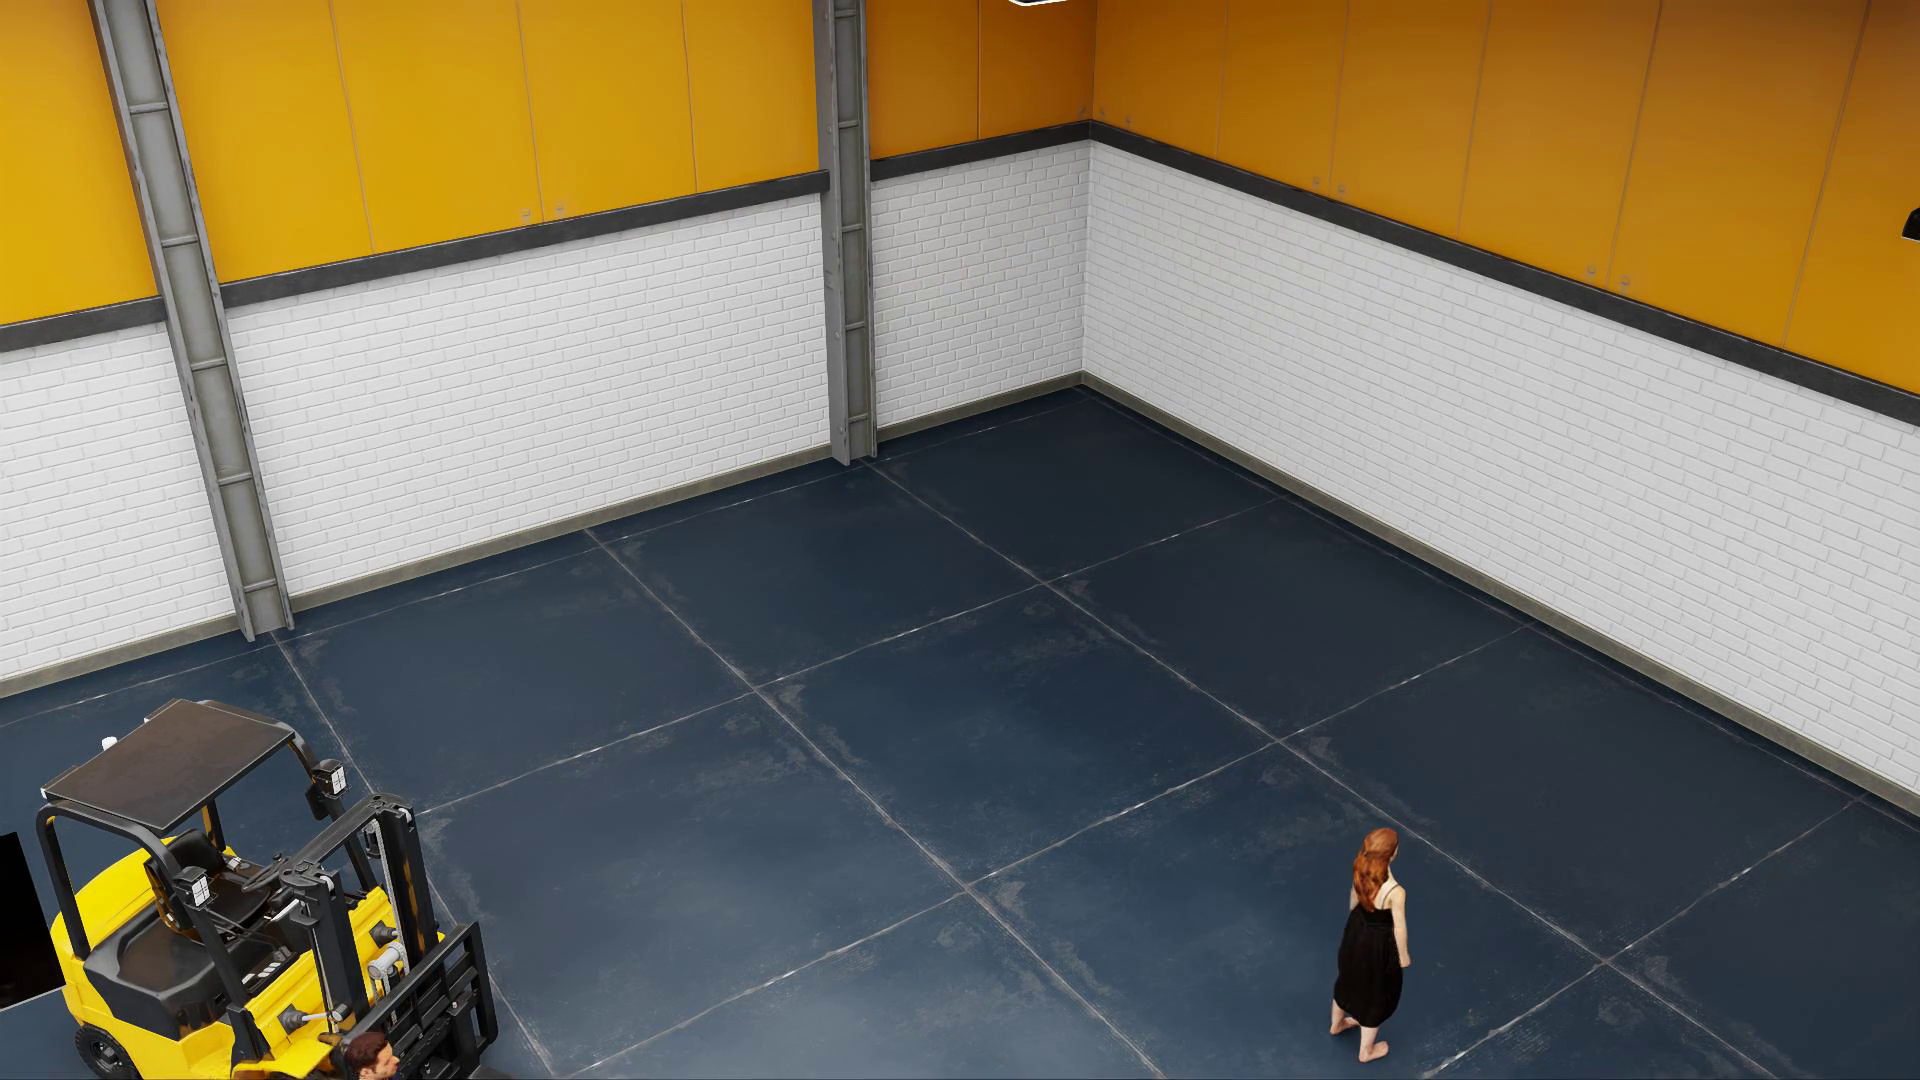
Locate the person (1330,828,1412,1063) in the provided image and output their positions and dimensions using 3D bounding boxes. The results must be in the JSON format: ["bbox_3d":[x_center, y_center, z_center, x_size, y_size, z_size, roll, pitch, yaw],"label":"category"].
[{"bbox_3d":[2.407,2.373,9.821,0.598,1.621,0.602,-14,32,-24],"label":"person"}]

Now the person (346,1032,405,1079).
[{"bbox_3d":[-2.871,3.143,8.172,0.762,1.849,0.769,-4,29,-7],"label":"person"}]
